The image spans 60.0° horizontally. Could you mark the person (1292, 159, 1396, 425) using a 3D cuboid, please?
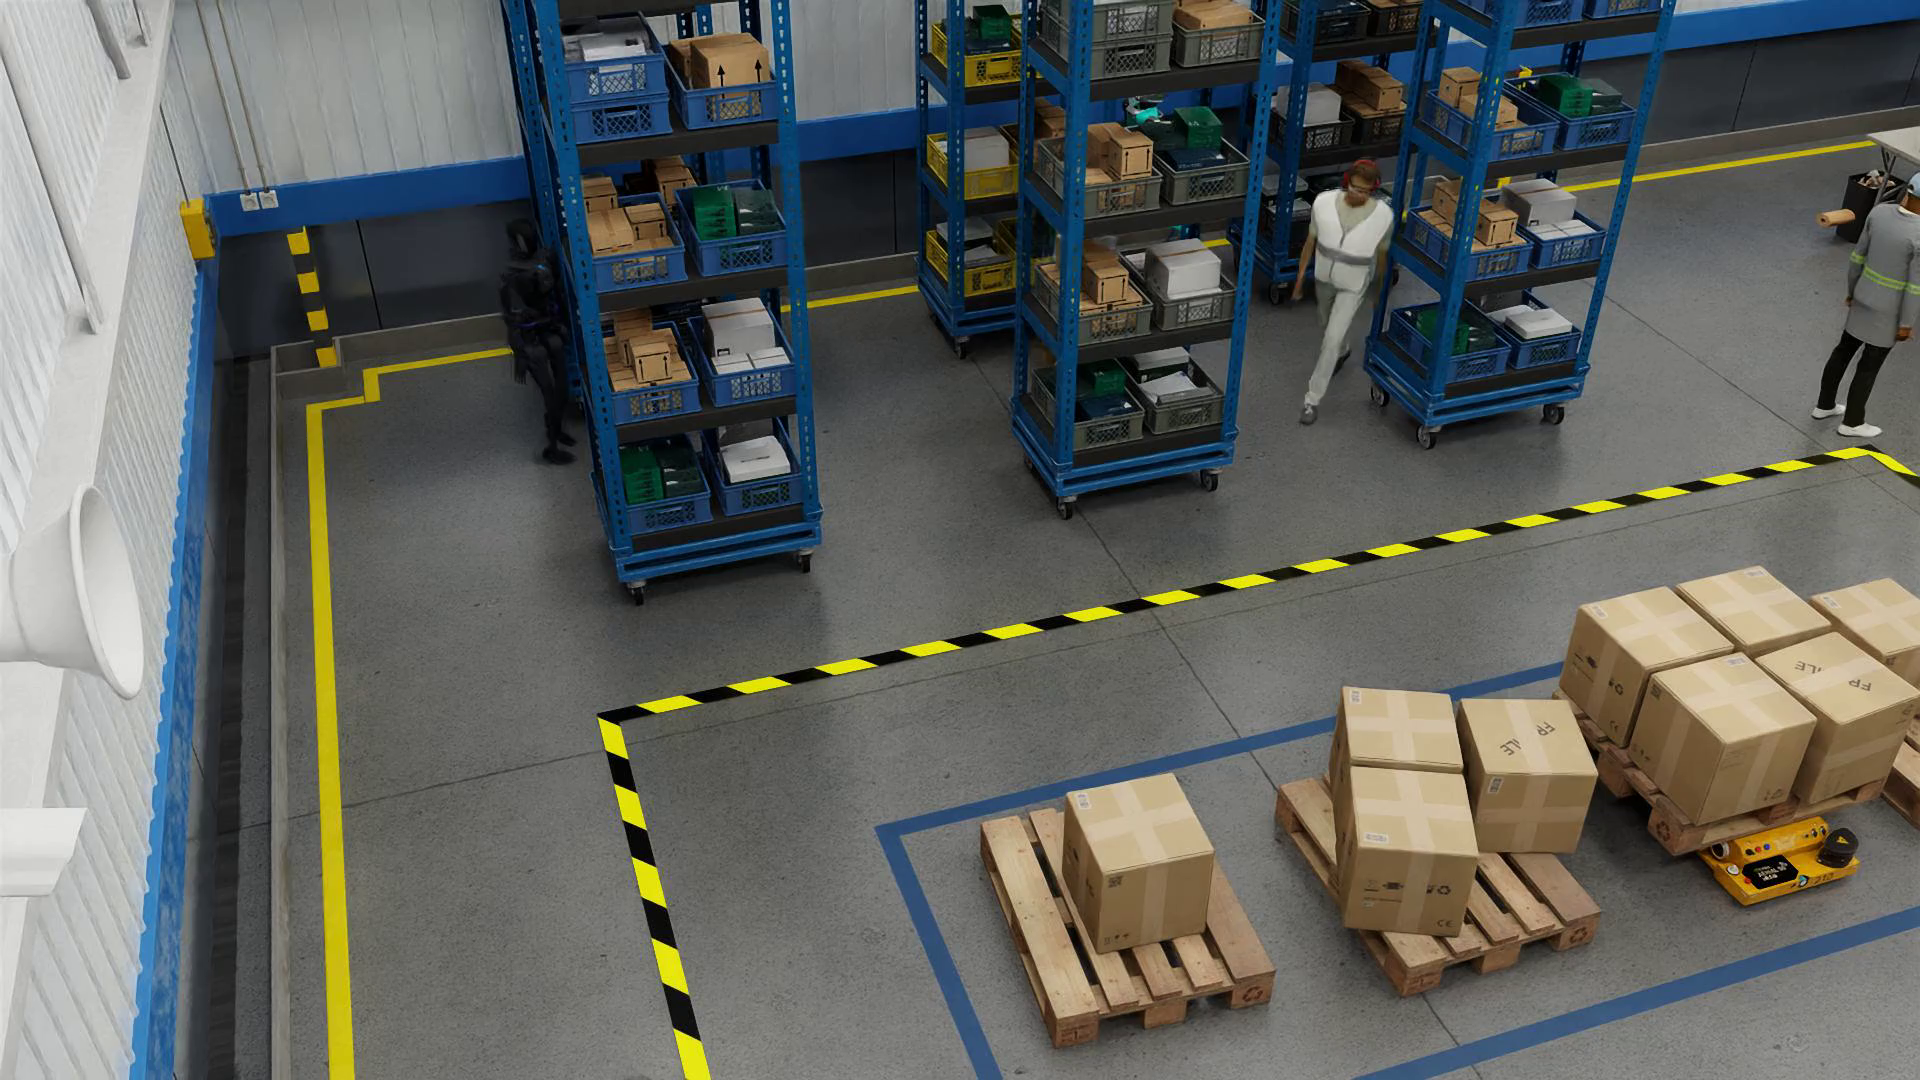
[{"bbox_3d":[2.587,-1.759,11.220,0.580,1.795,0.949,22,41,28],"label":"person"}]

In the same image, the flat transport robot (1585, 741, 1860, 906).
[{"bbox_3d":[3.738,1.188,8.347,0.652,0.197,1.431,-11,37,-15],"label":"flat transport robot"}]

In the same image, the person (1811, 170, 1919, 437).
[{"bbox_3d":[6.048,-1.555,10.886,0.397,1.852,0.589,-9,36,-12],"label":"person"}]

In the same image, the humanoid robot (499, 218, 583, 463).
[{"bbox_3d":[-2.631,-1.302,10.686,0.418,1.656,0.613,18,39,23],"label":"humanoid robot"}]

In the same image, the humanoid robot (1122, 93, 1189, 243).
[{"bbox_3d":[1.553,-2.614,12.371,0.735,1.677,0.533,-11,37,-15],"label":"humanoid robot"}]

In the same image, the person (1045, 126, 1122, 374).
[{"bbox_3d":[0.926,-1.855,11.206,1.078,1.963,0.597,-25,42,-31],"label":"person"}]
